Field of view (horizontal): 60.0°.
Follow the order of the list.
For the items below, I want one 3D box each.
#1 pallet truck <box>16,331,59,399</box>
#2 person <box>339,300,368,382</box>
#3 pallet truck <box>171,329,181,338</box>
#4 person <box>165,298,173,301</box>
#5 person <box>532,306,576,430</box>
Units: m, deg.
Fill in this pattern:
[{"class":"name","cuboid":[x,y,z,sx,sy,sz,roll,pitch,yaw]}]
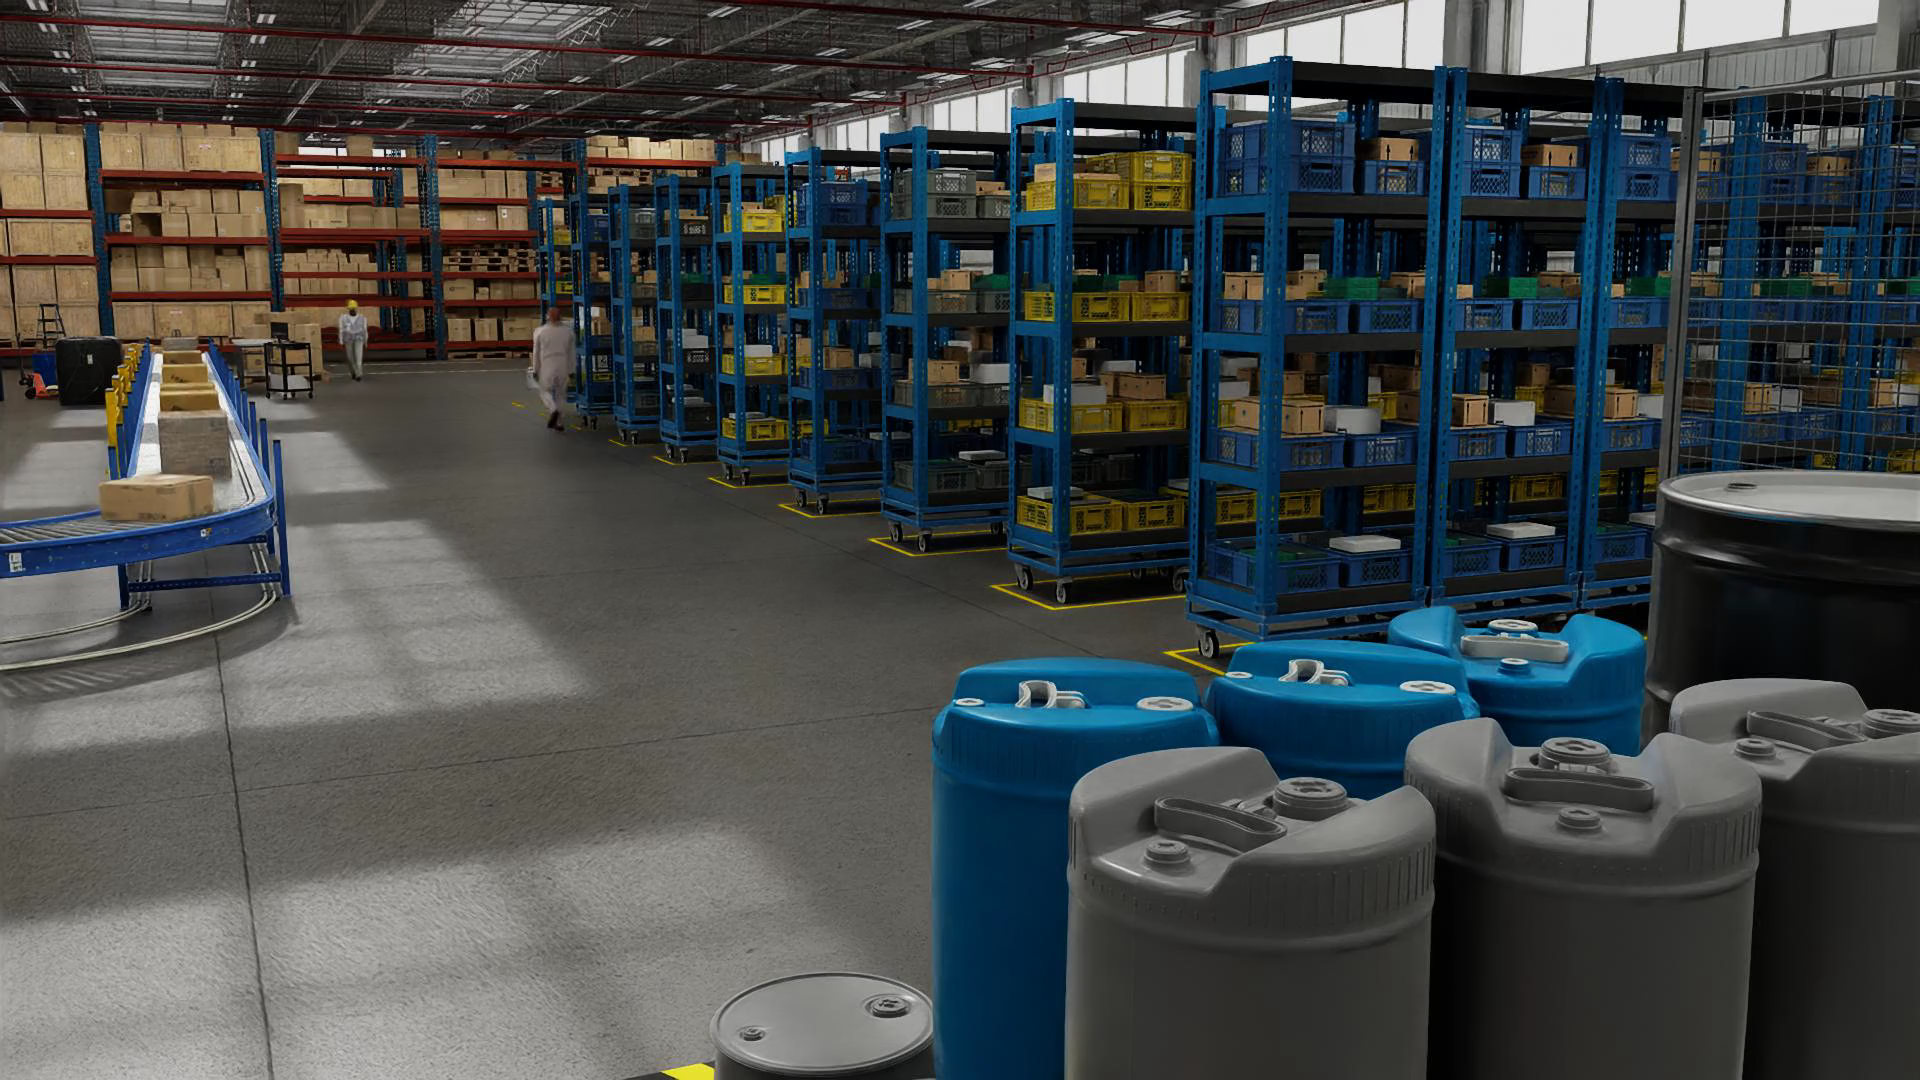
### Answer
[{"class":"pallet truck","cuboid":[-17.082,-3.353,31.781,1.630,1.274,0.653,-4,10,-25]},{"class":"person","cuboid":[-13.421,-4.419,36.830,0.596,1.809,0.818,-3,10,-17]},{"class":"pallet truck","cuboid":[-17.275,-3.851,35.096,1.601,1.201,0.680,0,9,1]},{"class":"person","cuboid":[-21.717,-5.812,45.730,0.907,1.719,0.557,-2,9,-12]},{"class":"person","cuboid":[-6.152,-2.593,25.228,0.678,1.890,0.471,-5,10,-28]}]
